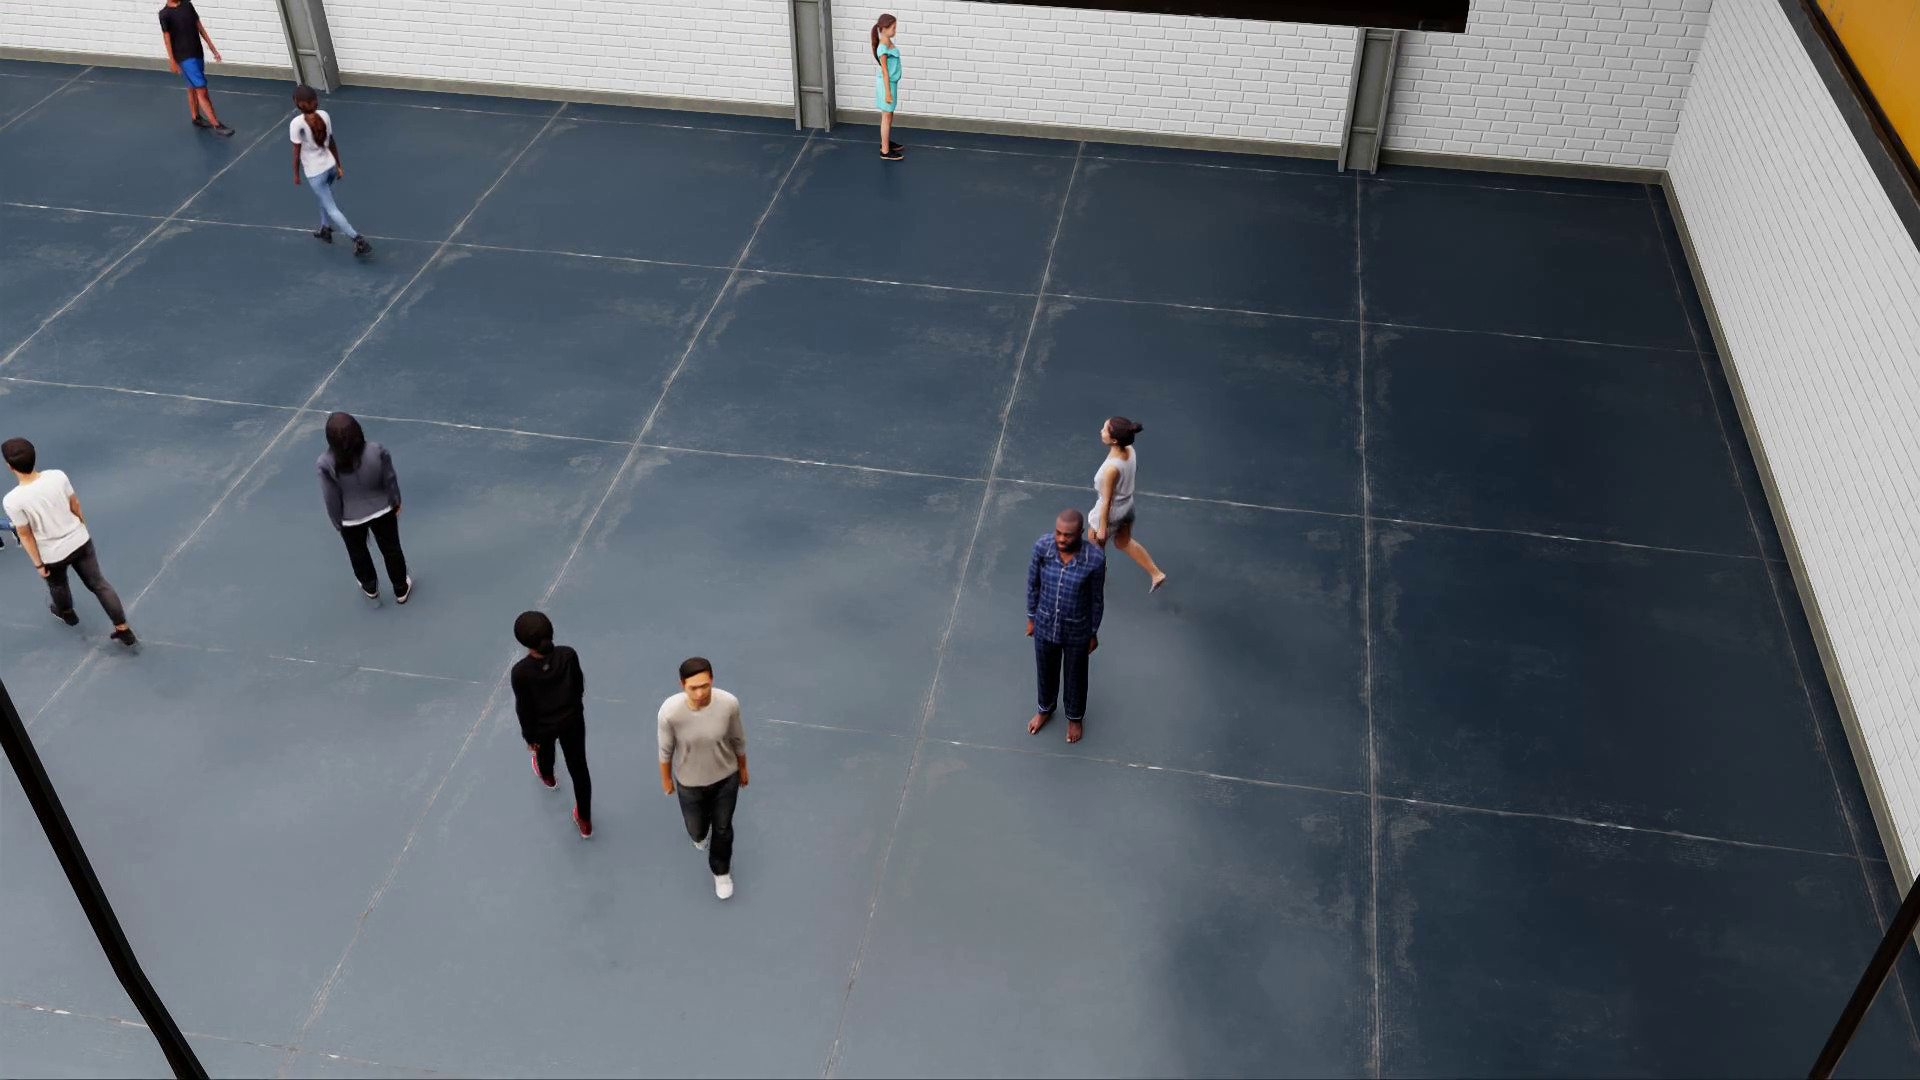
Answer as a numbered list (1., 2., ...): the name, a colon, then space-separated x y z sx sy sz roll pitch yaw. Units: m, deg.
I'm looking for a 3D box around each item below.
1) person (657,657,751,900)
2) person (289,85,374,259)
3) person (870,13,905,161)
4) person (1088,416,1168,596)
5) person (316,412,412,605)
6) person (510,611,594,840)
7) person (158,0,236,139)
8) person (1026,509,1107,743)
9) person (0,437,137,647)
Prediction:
1. person: -1.514 1.318 9.800 0.893 1.803 0.924 -11 40 -14
2. person: -6.057 -3.484 15.907 1.184 1.686 0.843 19 42 22
3. person: -0.775 -4.839 17.706 0.588 1.558 0.578 1 39 1
4. person: 1.168 -0.186 11.858 0.980 1.585 0.719 16 41 19
5. person: -4.249 -0.199 11.873 0.783 1.588 0.861 -15 41 -18
6. person: -2.427 1.162 10.122 1.023 1.645 1.017 -18 42 -21
7. person: -8.460 -5.287 18.100 1.020 1.767 0.758 14 41 17
8. person: 0.677 0.536 10.762 0.599 1.825 0.765 12 40 15
9. person: -6.151 0.058 11.477 1.206 1.679 0.988 26 45 29
